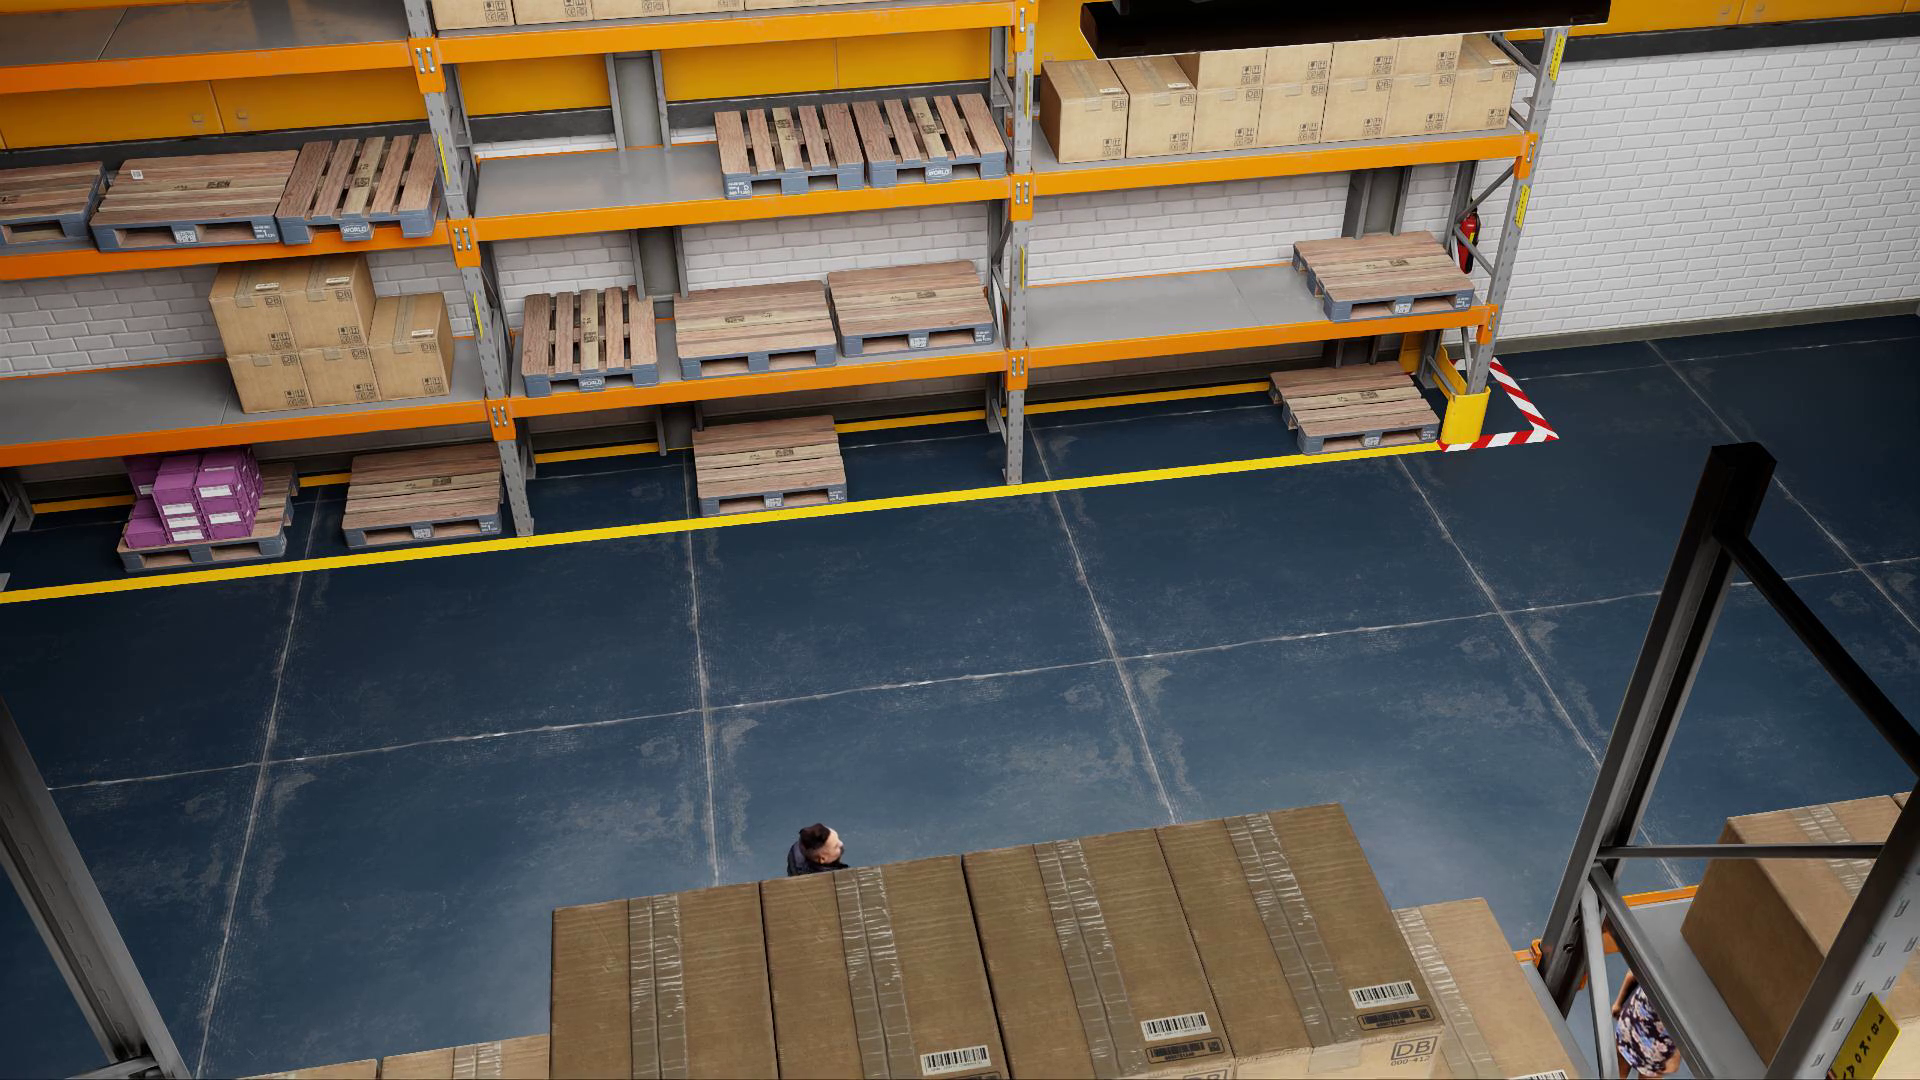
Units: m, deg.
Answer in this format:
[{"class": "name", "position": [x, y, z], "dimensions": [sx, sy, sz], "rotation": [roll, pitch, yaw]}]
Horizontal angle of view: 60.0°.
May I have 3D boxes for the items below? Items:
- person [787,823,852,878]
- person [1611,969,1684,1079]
[{"class": "person", "position": [-0.787, 2.204, 9.056], "dimensions": [1.101, 1.829, 0.842], "rotation": [-12, 40, -15]}, {"class": "person", "position": [3.625, 2.556, 8.693], "dimensions": [0.594, 1.733, 0.654], "rotation": [-16, 41, -19]}]
